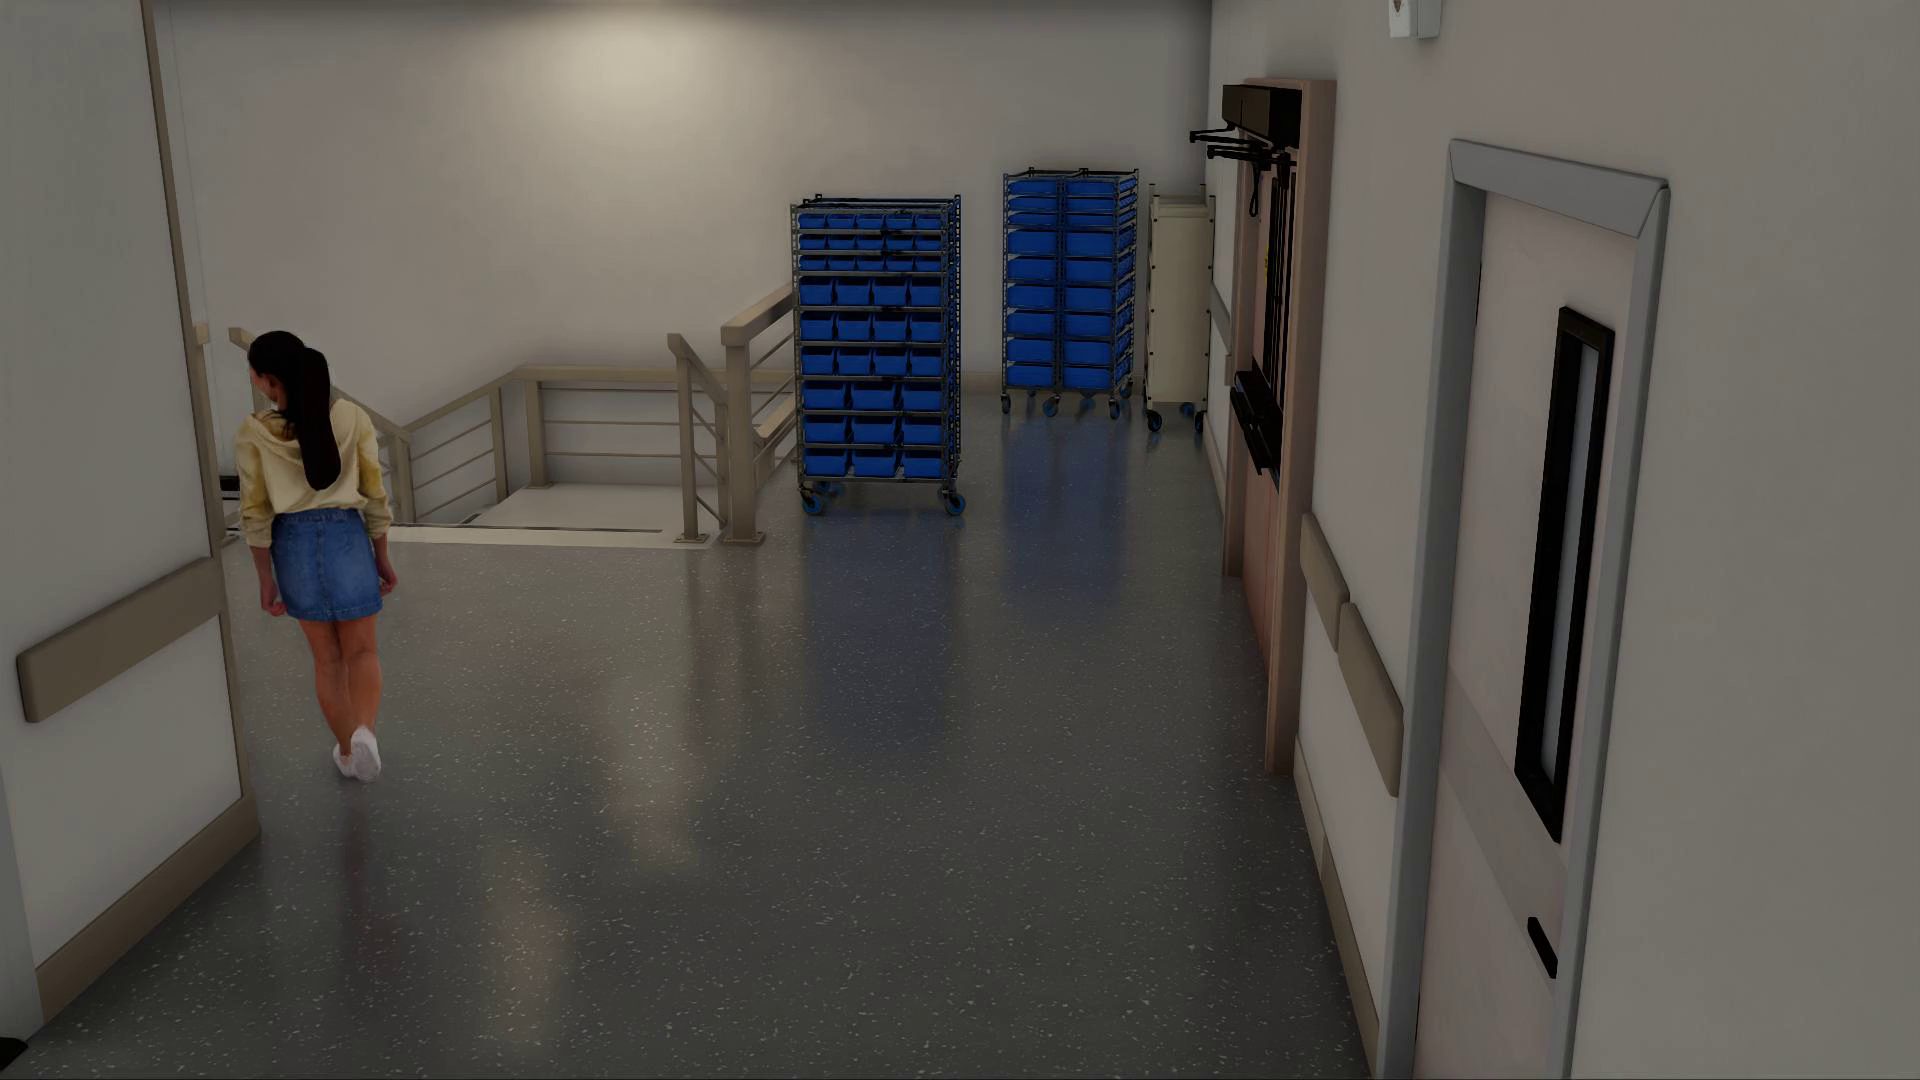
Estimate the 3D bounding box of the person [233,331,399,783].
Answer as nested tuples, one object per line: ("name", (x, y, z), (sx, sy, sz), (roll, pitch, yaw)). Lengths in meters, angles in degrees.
("person", (-2.140, 0.119, 5.615), (0.910, 1.601, 1.043), (-7, 17, -23))
